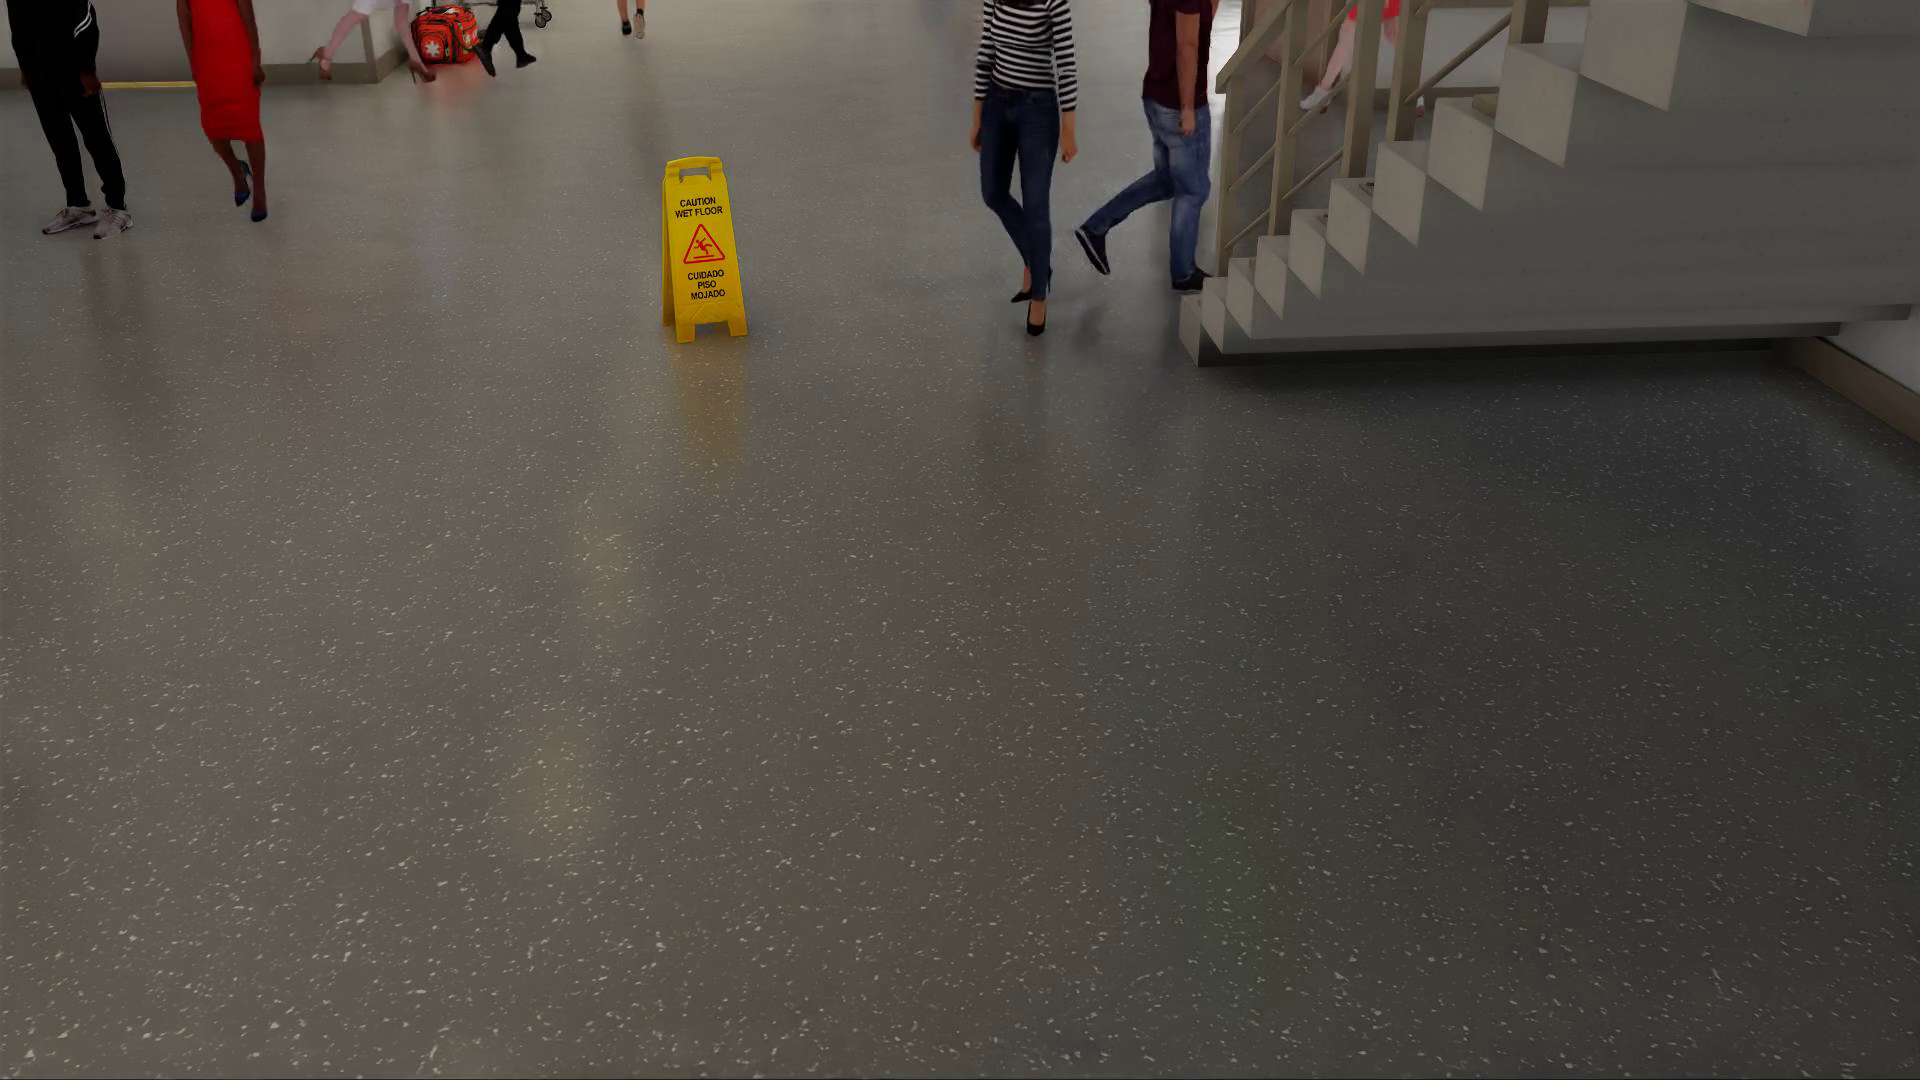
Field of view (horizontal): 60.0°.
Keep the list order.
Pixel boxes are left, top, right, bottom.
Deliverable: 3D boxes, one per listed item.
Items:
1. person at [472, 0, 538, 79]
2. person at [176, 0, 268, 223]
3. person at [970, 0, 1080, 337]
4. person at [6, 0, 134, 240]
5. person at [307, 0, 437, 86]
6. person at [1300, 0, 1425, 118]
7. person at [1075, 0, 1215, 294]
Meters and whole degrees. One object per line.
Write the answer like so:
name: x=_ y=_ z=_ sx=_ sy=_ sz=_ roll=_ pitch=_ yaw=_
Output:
person: x=-3.651 y=-4.518 z=12.986 sx=0.953 sy=1.722 sz=1.191 roll=13 pitch=28 yaw=24
person: x=-3.953 y=-2.615 z=9.026 sx=0.573 sy=1.734 sz=0.639 roll=-3 pitch=26 yaw=-7
person: x=0.278 y=-1.827 z=7.342 sx=0.815 sy=1.779 sz=0.861 roll=11 pitch=28 yaw=22
person: x=-4.743 y=-2.544 z=8.772 sx=0.731 sy=1.828 sz=0.697 roll=8 pitch=27 yaw=17
person: x=-4.448 y=-4.196 z=12.294 sx=0.940 sy=1.744 sz=1.145 roll=-11 pitch=28 yaw=-21
person: x=2.929 y=-3.717 z=11.268 sx=0.988 sy=1.772 sz=1.124 roll=9 pitch=27 yaw=19
person: x=0.924 y=-2.045 z=7.735 sx=0.799 sy=1.829 sz=0.936 roll=-5 pitch=26 yaw=-11
